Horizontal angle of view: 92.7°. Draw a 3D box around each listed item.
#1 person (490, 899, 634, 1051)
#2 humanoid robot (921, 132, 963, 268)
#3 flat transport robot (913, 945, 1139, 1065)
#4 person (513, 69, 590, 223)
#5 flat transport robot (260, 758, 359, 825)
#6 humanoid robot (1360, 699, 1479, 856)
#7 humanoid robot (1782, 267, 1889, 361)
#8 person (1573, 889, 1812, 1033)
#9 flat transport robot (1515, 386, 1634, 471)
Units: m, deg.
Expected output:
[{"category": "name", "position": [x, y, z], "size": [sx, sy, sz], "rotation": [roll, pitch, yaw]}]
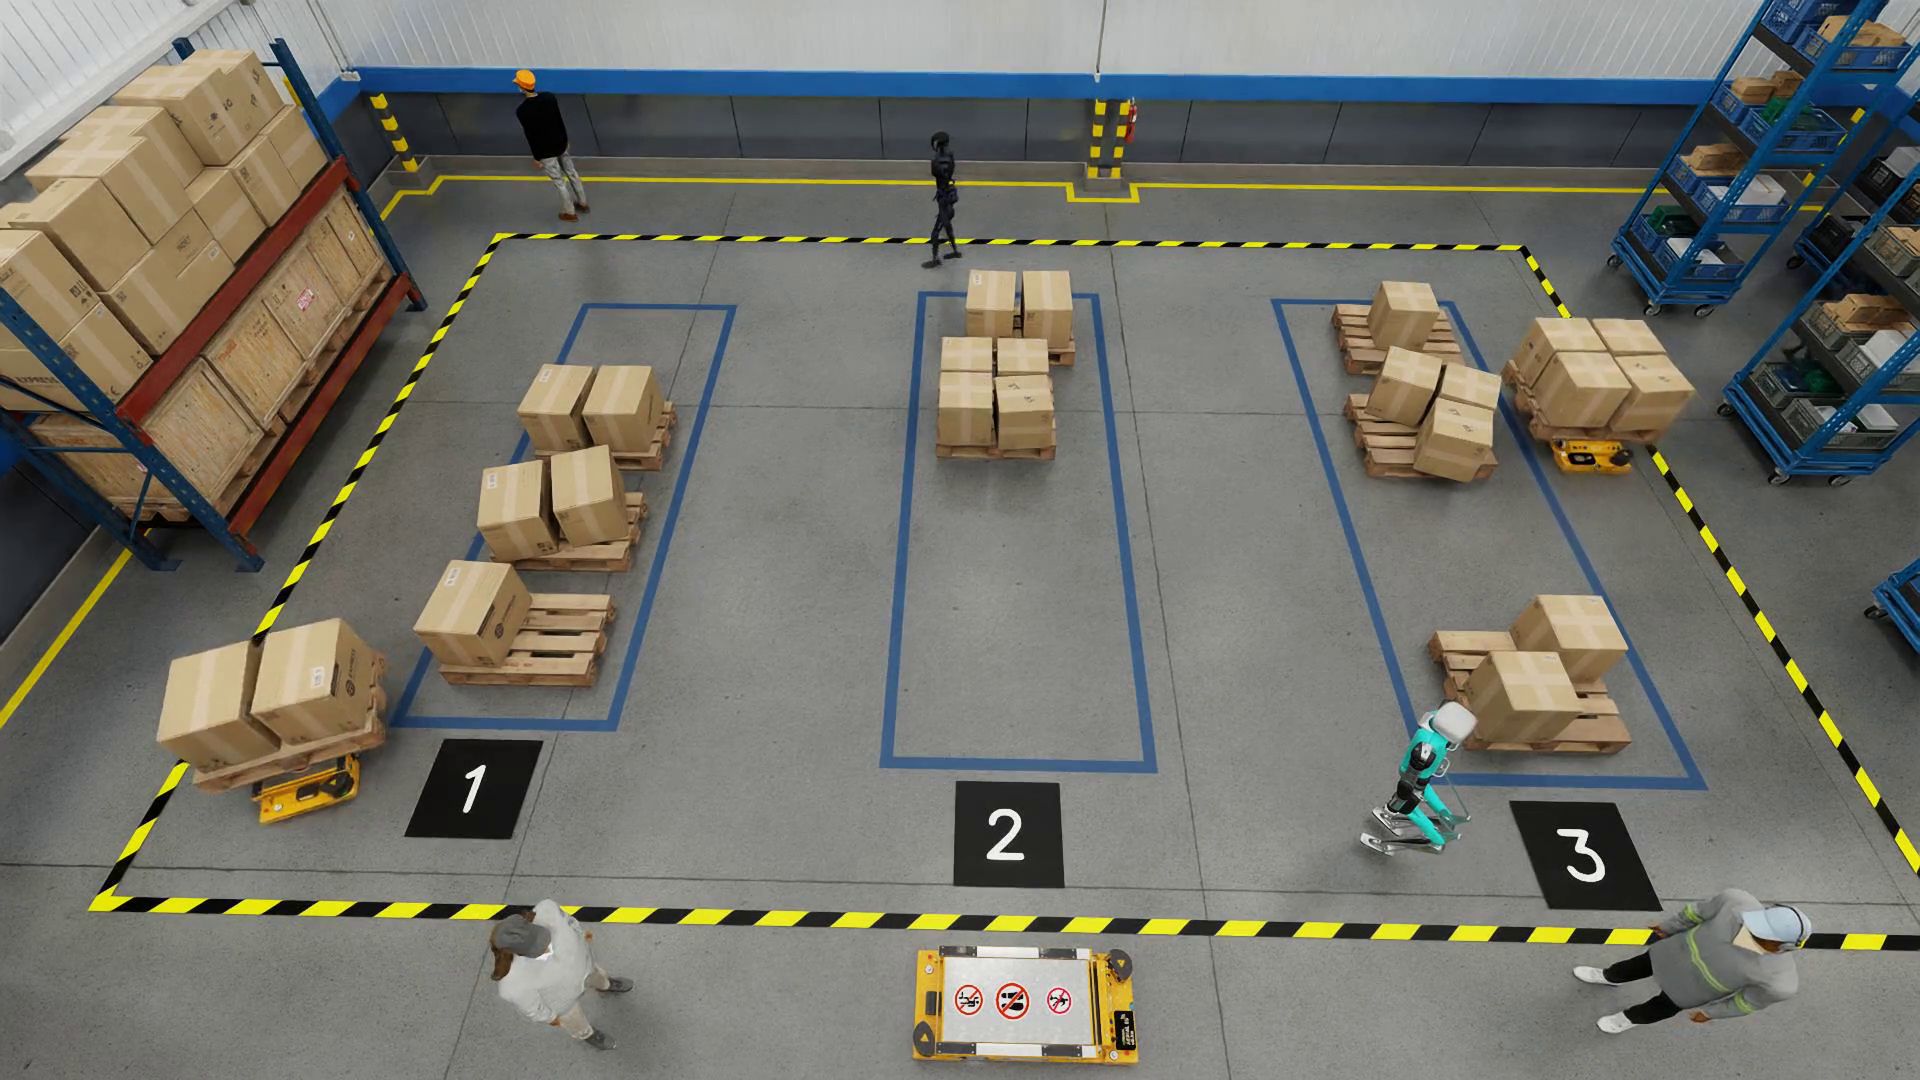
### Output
[{"category": "person", "position": [-2.355, 2.568, 5.423], "size": [0.399, 1.769, 0.572], "rotation": [6, 51, 5]}, {"category": "humanoid robot", "position": [-0.230, -4.035, 10.872], "size": [0.557, 1.638, 0.615], "rotation": [-7, 51, -6]}, {"category": "flat transport robot", "position": [0.422, 3.041, 6.007], "size": [1.431, 0.231, 0.659], "rotation": [1, 51, 1]}, {"category": "person", "position": [-5.107, -4.885, 11.426], "size": [0.385, 1.884, 0.586], "rotation": [24, 55, 18]}, {"category": "flat transport robot", "position": [-5.150, 1.473, 7.267], "size": [0.652, 0.197, 1.431], "rotation": [-16, 53, -13]}, {"category": "humanoid robot", "position": [3.164, 1.698, 6.069], "size": [0.735, 1.675, 0.533], "rotation": [34, 58, 24]}, {"category": "humanoid robot", "position": [9.318, -2.390, 9.540], "size": [0.601, 1.638, 0.705], "rotation": [3, 51, 2]}, {"category": "person", "position": [4.313, 2.522, 5.408], "size": [0.399, 1.852, 0.589], "rotation": [-1, 51, -1]}, {"category": "flat transport robot", "position": [6.346, -1.297, 9.525], "size": [0.652, 0.197, 1.431], "rotation": [1, 51, 1]}]
